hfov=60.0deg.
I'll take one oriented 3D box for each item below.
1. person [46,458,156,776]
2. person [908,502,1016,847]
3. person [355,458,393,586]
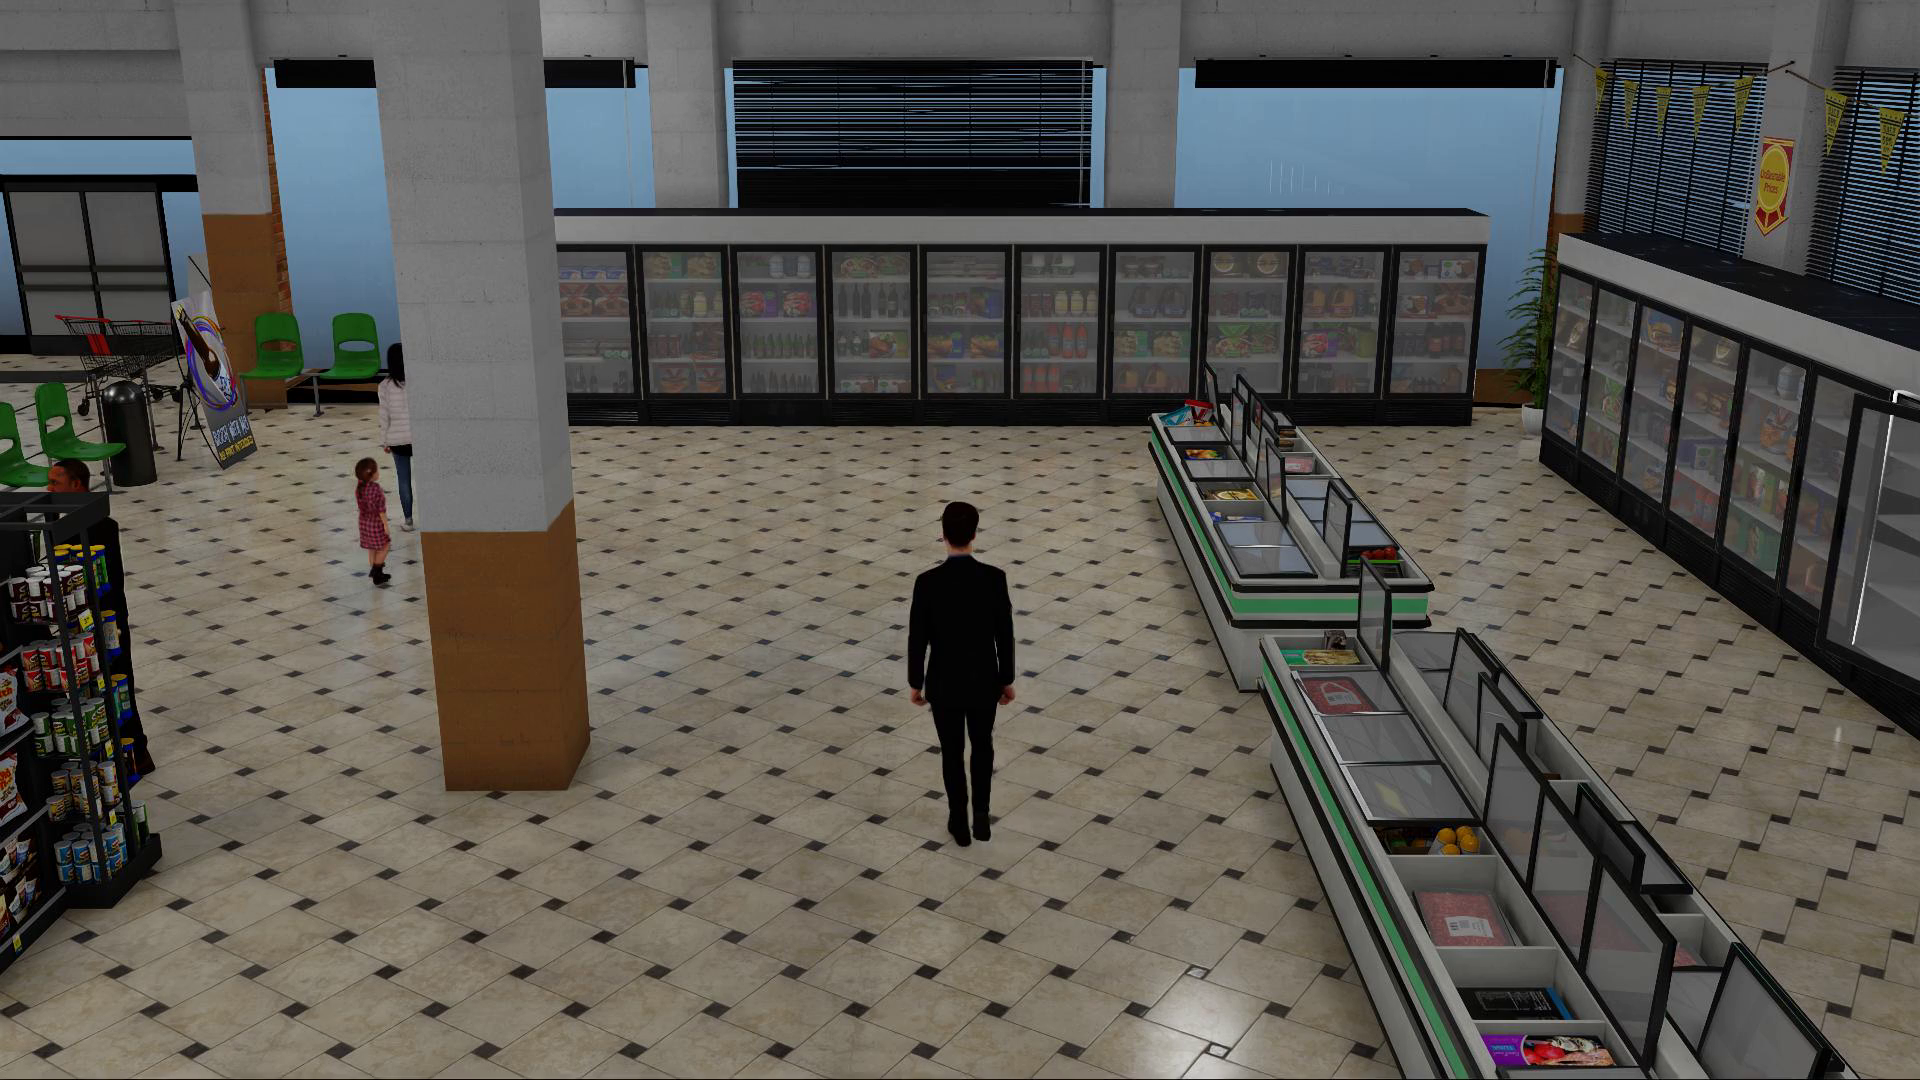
[{"bbox_3d":[-4.949,0.455,9.518,0.794,1.904,0.823,12,21,35],"label":"person"},{"bbox_3d":[0.031,0.750,8.587,0.789,1.882,0.864,-3,17,-9],"label":"person"},{"bbox_3d":[-4.607,-0.133,12.977,0.500,1.020,0.536,7,18,22],"label":"person"}]
